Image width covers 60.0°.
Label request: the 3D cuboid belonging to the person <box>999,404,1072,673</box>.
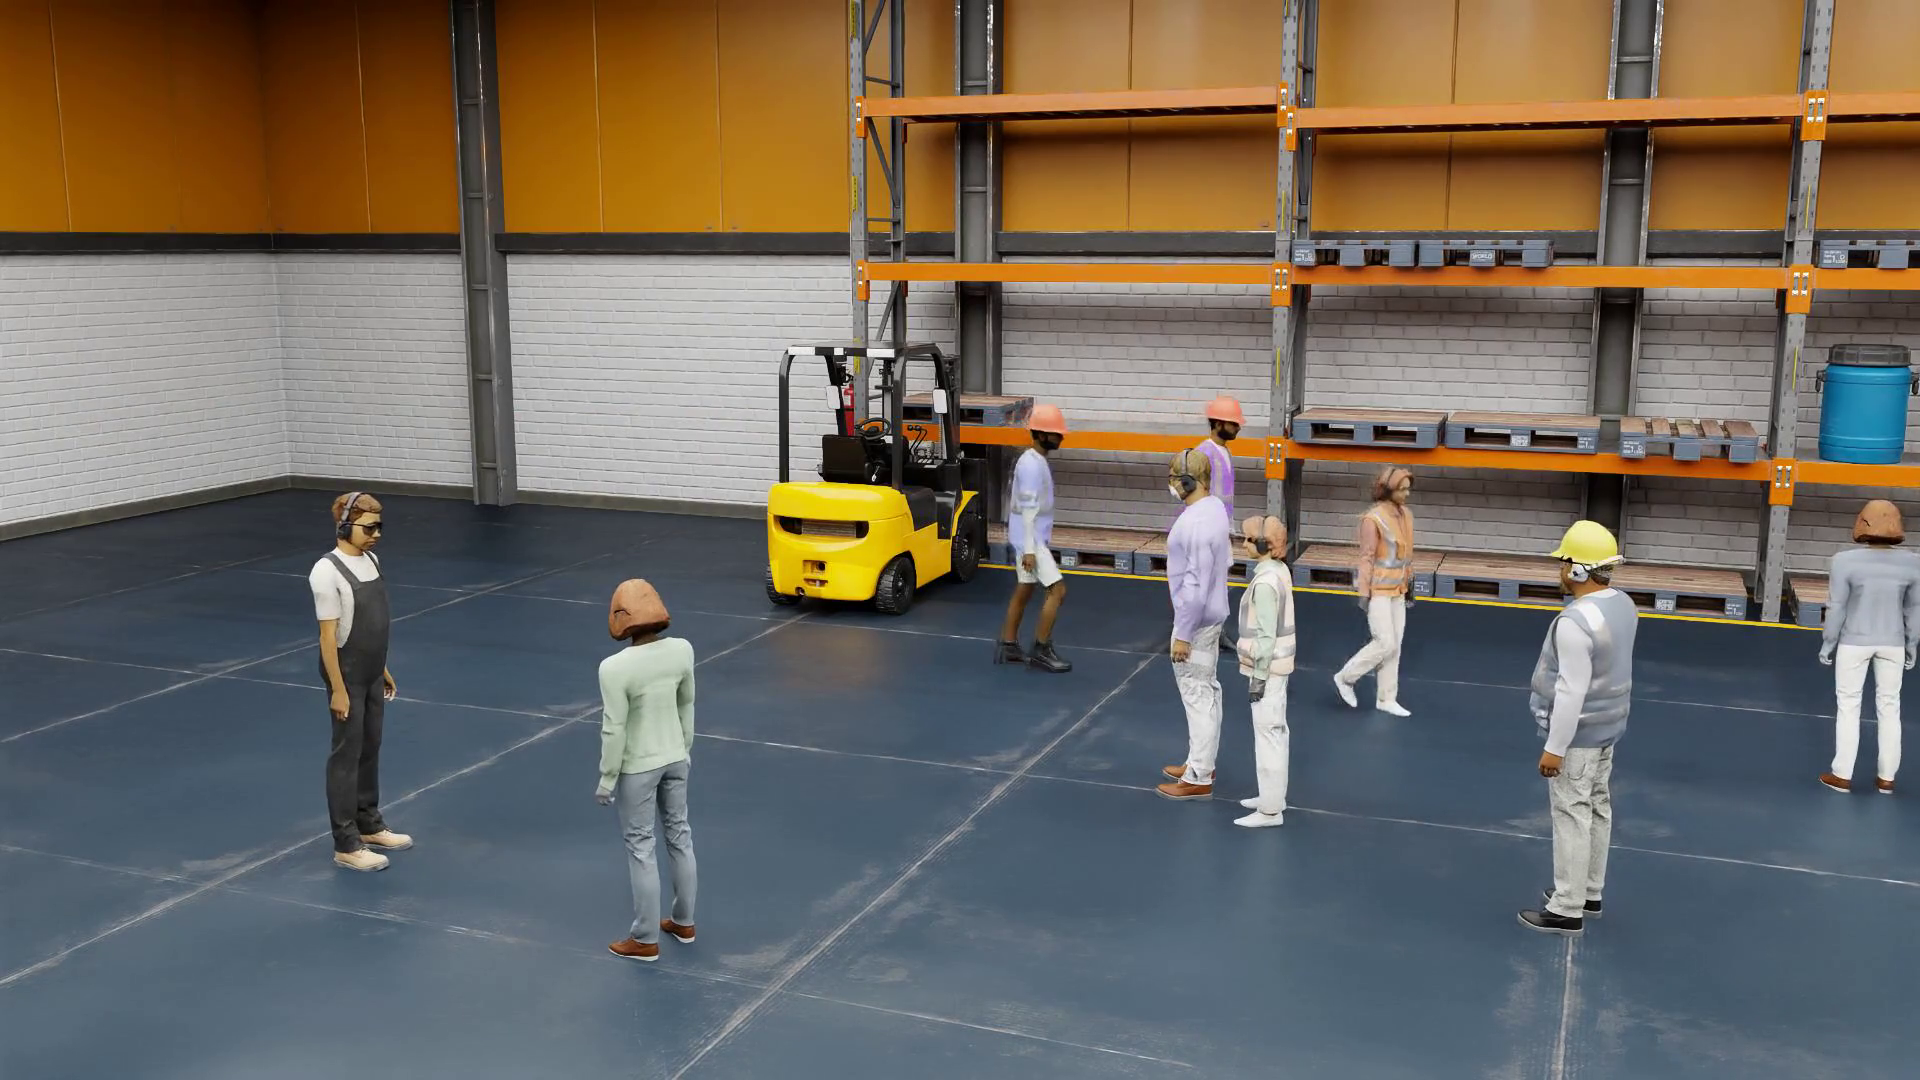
[{"bbox_3d":[0.569,0.001,11.718,0.700,1.901,0.600,1,10,7],"label":"person"}]

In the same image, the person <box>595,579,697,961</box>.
[{"bbox_3d":[-1.329,0.967,7.064,0.279,1.633,0.498,8,13,37],"label":"person"}]

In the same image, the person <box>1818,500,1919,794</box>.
[{"bbox_3d":[5.016,0.590,9.169,0.507,1.631,0.268,2,10,9],"label":"person"}]

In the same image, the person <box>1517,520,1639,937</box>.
[{"bbox_3d":[2.714,0.823,7.316,0.404,1.832,0.594,9,13,41],"label":"person"}]

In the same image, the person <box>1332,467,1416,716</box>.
[{"bbox_3d":[2.703,0.331,10.656,0.399,1.625,0.521,10,14,43],"label":"person"}]

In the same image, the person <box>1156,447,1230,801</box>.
[{"bbox_3d":[1.276,0.458,9.071,0.371,1.933,0.627,3,11,17],"label":"person"}]

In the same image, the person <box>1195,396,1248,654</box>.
[{"bbox_3d":[1.886,-0.093,12.152,0.441,1.925,0.592,5,11,26],"label":"person"}]

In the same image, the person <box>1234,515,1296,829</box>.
[{"bbox_3d":[1.589,0.682,8.648,0.310,1.636,0.523,3,11,17],"label":"person"}]

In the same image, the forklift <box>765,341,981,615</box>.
[{"bbox_3d":[-0.739,-0.602,14.246,1.214,2.155,2.313,4,11,21],"label":"forklift"}]

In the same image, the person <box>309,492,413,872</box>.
[{"bbox_3d":[-2.927,0.676,8.112,0.344,1.841,0.504,1,10,7],"label":"person"}]
